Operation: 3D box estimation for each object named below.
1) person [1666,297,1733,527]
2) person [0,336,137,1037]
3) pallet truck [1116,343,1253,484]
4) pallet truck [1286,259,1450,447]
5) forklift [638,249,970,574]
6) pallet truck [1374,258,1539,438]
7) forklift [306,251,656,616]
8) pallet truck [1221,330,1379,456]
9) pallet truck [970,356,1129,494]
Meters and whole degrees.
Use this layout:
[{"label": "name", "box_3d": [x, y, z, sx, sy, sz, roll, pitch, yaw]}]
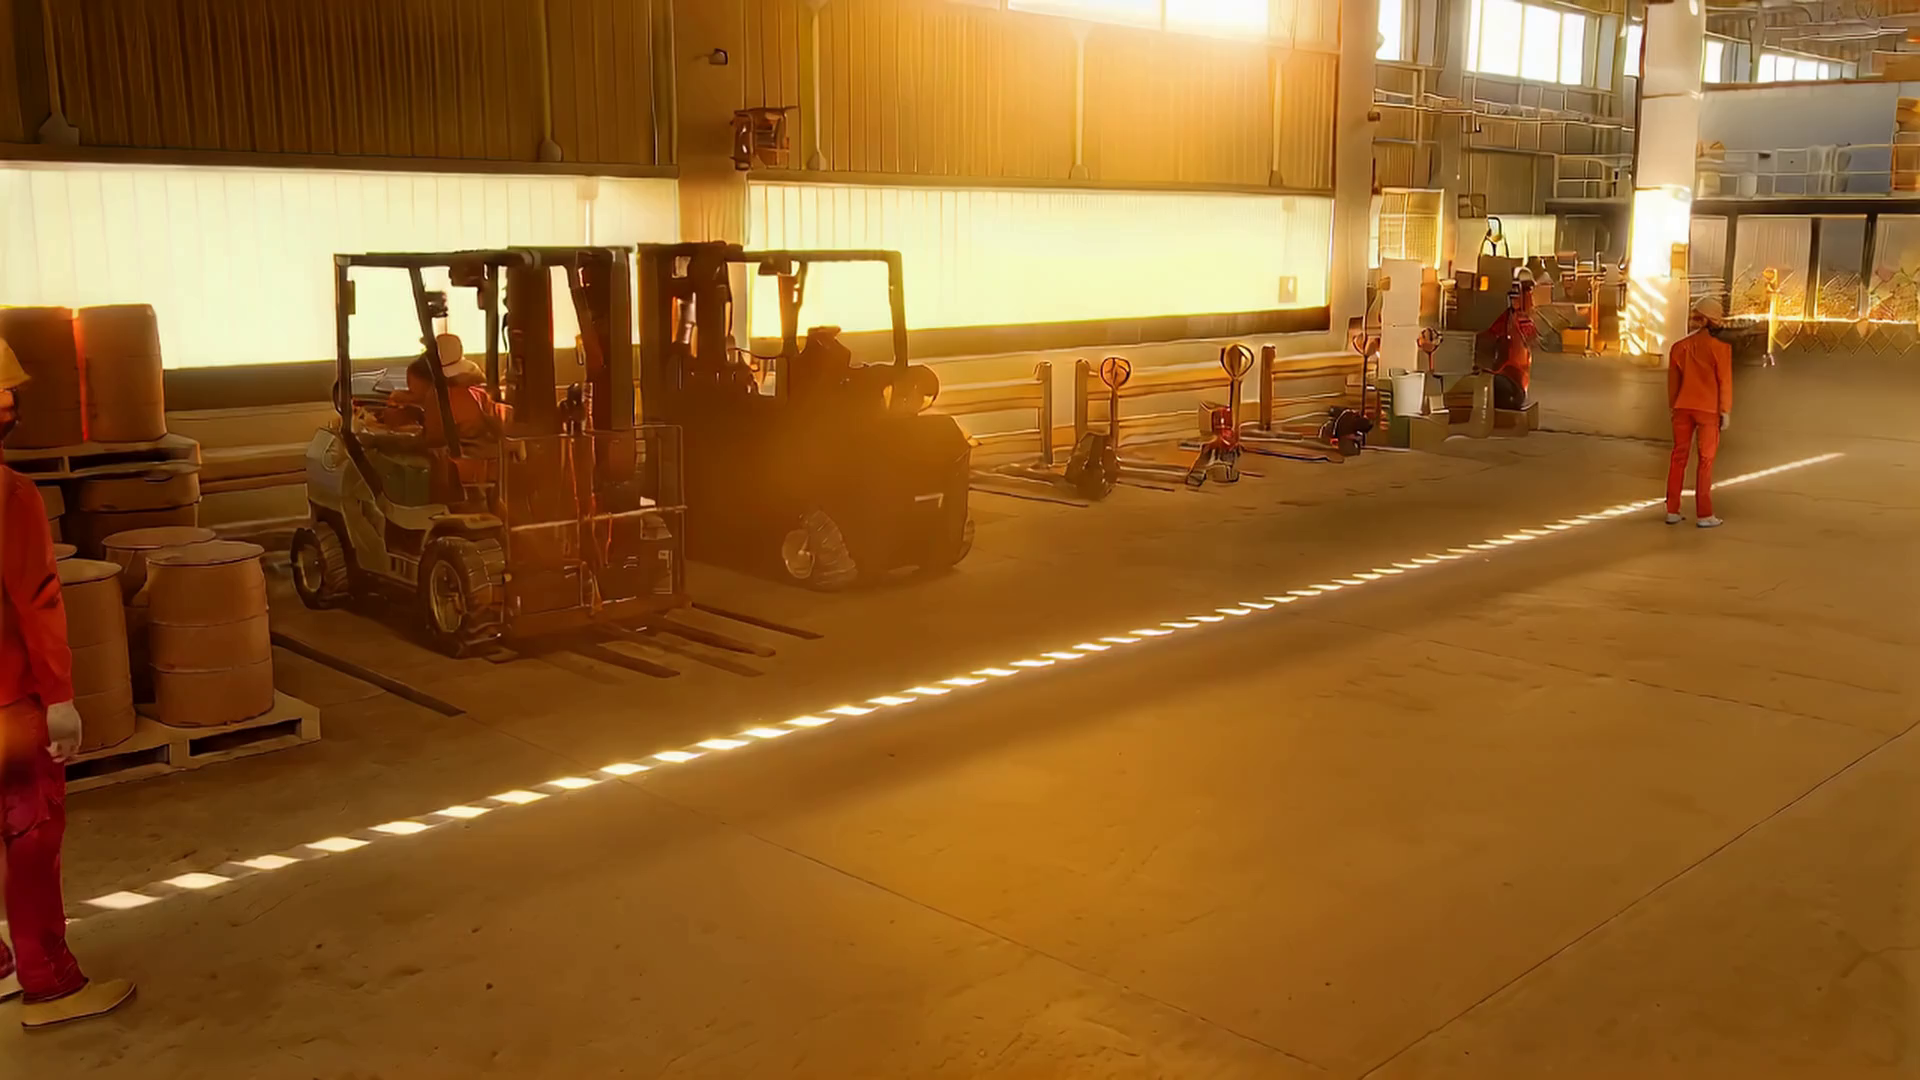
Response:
[{"label": "person", "box_3d": [5.713, -0.983, 12.855, 0.314, 1.769, 0.524, -7, 12, -33]}, {"label": "person", "box_3d": [-2.691, 0.401, 4.672, 0.622, 1.997, 0.372, 6, 12, 28]}, {"label": "pallet truck", "box_3d": [1.962, -1.215, 15.415, 1.522, 1.261, 0.704, 10, 14, 43]}, {"label": "pallet truck", "box_3d": [4.493, -2.078, 18.196, 0.823, 1.965, 1.885, -9, 14, -40]}, {"label": "forklift", "box_3d": [-1.173, -0.958, 11.239, 2.680, 1.987, 1.157, 10, 14, 43]}, {"label": "pallet truck", "box_3d": [5.704, -2.208, 18.901, 1.885, 1.965, 0.823, 10, 14, 43]}, {"label": "forklift", "box_3d": [-2.833, -0.669, 9.694, 1.157, 1.987, 2.680, -10, 14, -44]}, {"label": "pallet truck", "box_3d": [3.563, -1.581, 17.381, 0.653, 1.274, 1.630, -10, 14, -44]}, {"label": "pallet truck", "box_3d": [0.784, -1.085, 14.876, 0.680, 1.201, 1.601, -10, 14, -44]}]
